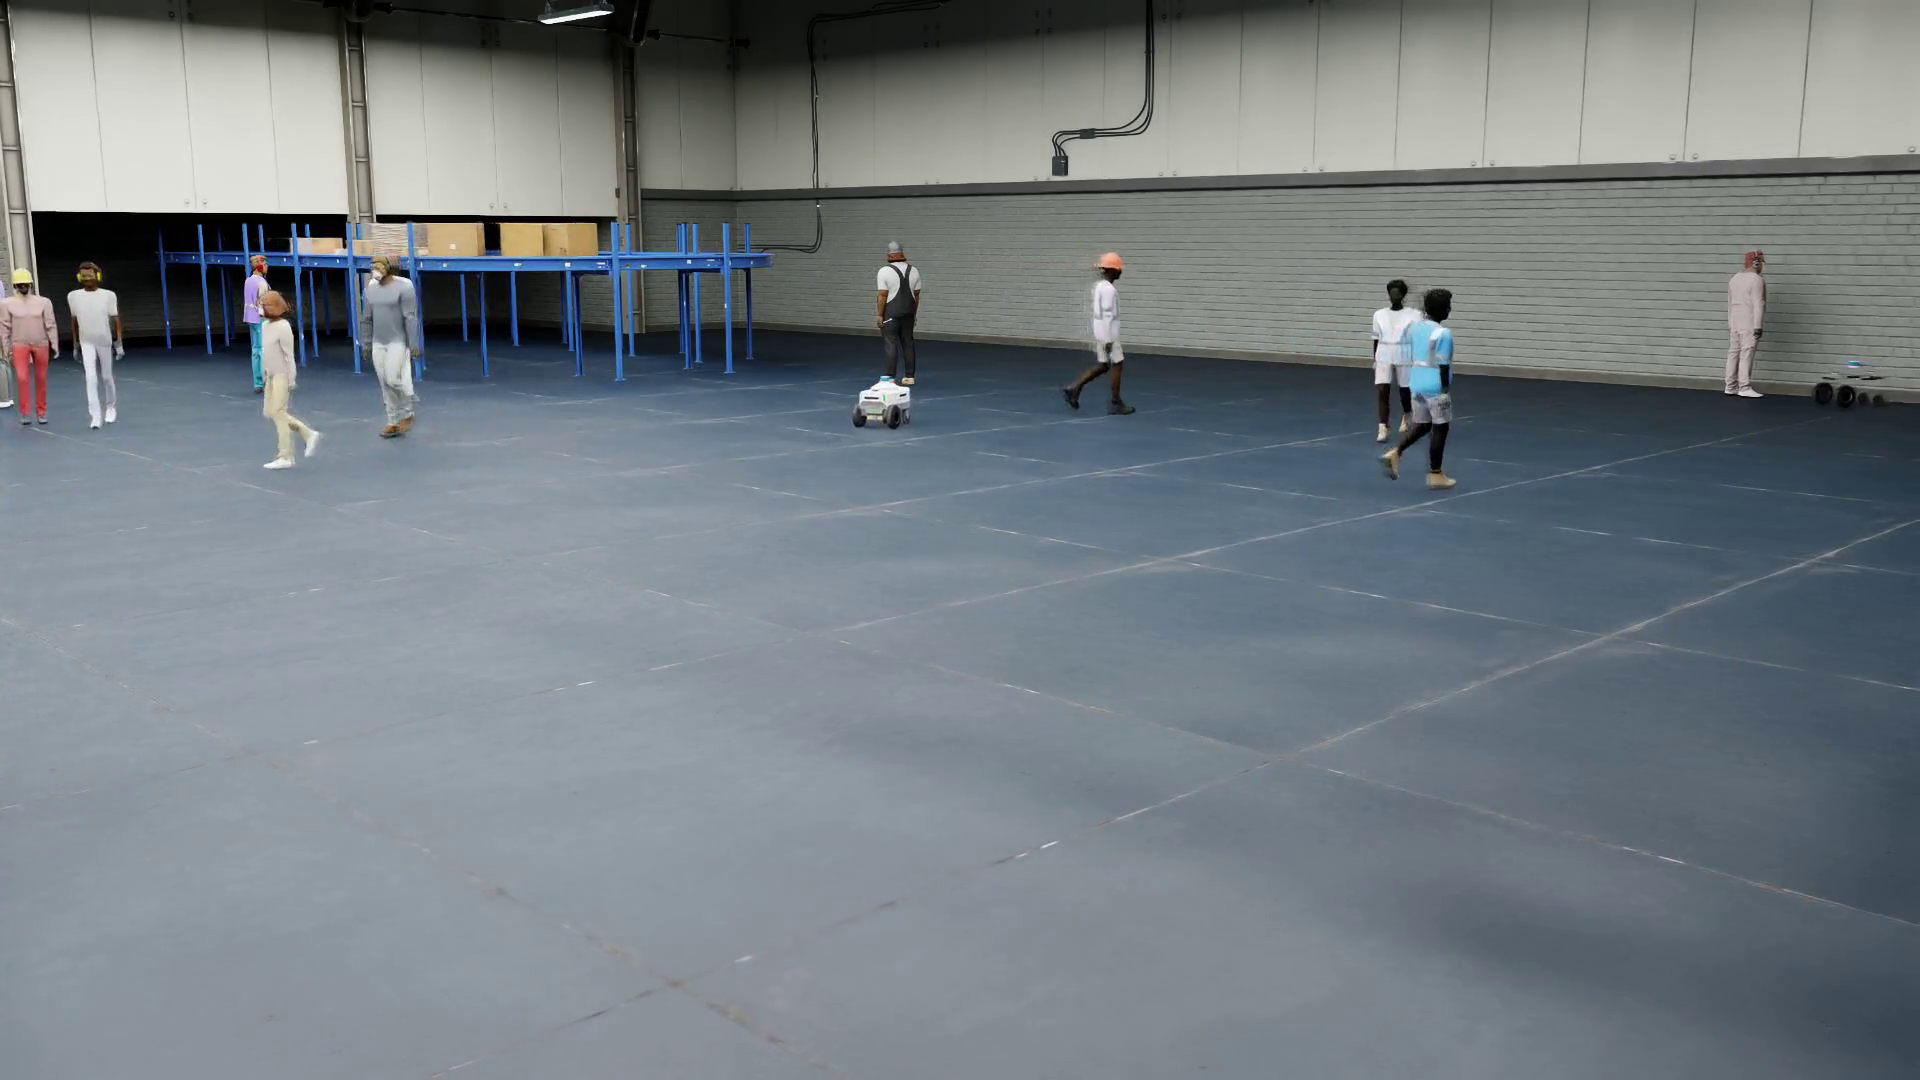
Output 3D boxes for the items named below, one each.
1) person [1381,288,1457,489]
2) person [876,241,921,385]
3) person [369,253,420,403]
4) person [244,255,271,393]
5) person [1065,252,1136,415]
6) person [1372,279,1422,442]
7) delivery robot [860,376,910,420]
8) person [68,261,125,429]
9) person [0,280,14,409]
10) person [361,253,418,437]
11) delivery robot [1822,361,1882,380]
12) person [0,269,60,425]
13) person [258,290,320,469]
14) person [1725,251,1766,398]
[{"bbox_3d":[3.884,-1.261,13.880,0.570,1.676,0.540,-3,11,-17],"label":"person"},{"bbox_3d":[-0.922,-3.196,23.571,0.688,2.000,0.536,-7,13,-35],"label":"person"},{"bbox_3d":[-7.150,-2.672,21.028,0.579,1.882,0.342,0,10,2],"label":"person"},{"bbox_3d":[-9.389,-2.895,22.335,0.567,1.850,0.389,10,14,43],"label":"person"},{"bbox_3d":[1.679,-2.443,19.701,0.776,1.913,0.552,-1,10,-8],"label":"person"},{"bbox_3d":[4.541,-1.880,17.286,0.534,1.669,0.783,5,12,27],"label":"person"},{"bbox_3d":[-0.838,-1.587,18.599,0.477,0.478,0.707,4,11,22],"label":"delivery robot"},{"bbox_3d":[-9.646,-2.200,18.615,0.533,1.833,0.951,-4,11,-21],"label":"person"},{"bbox_3d":[-11.857,-2.565,20.347,0.375,1.919,0.584,-3,11,-16],"label":"person"},{"bbox_3d":[-6.012,-2.038,17.464,0.649,1.919,0.448,4,11,22],"label":"person"},{"bbox_3d":[11.178,-2.126,20.828,0.698,0.223,0.335,-2,11,-9],"label":"delivery robot"},{"bbox_3d":[-10.326,-2.137,18.505,0.542,1.731,0.813,-7,12,-33],"label":"person"},{"bbox_3d":[-6.182,-1.478,15.234,0.500,1.616,0.511,-10,14,-42],"label":"person"},{"bbox_3d":[10.345,-2.831,21.830,0.399,1.908,0.643,-1,10,-7],"label":"person"}]
